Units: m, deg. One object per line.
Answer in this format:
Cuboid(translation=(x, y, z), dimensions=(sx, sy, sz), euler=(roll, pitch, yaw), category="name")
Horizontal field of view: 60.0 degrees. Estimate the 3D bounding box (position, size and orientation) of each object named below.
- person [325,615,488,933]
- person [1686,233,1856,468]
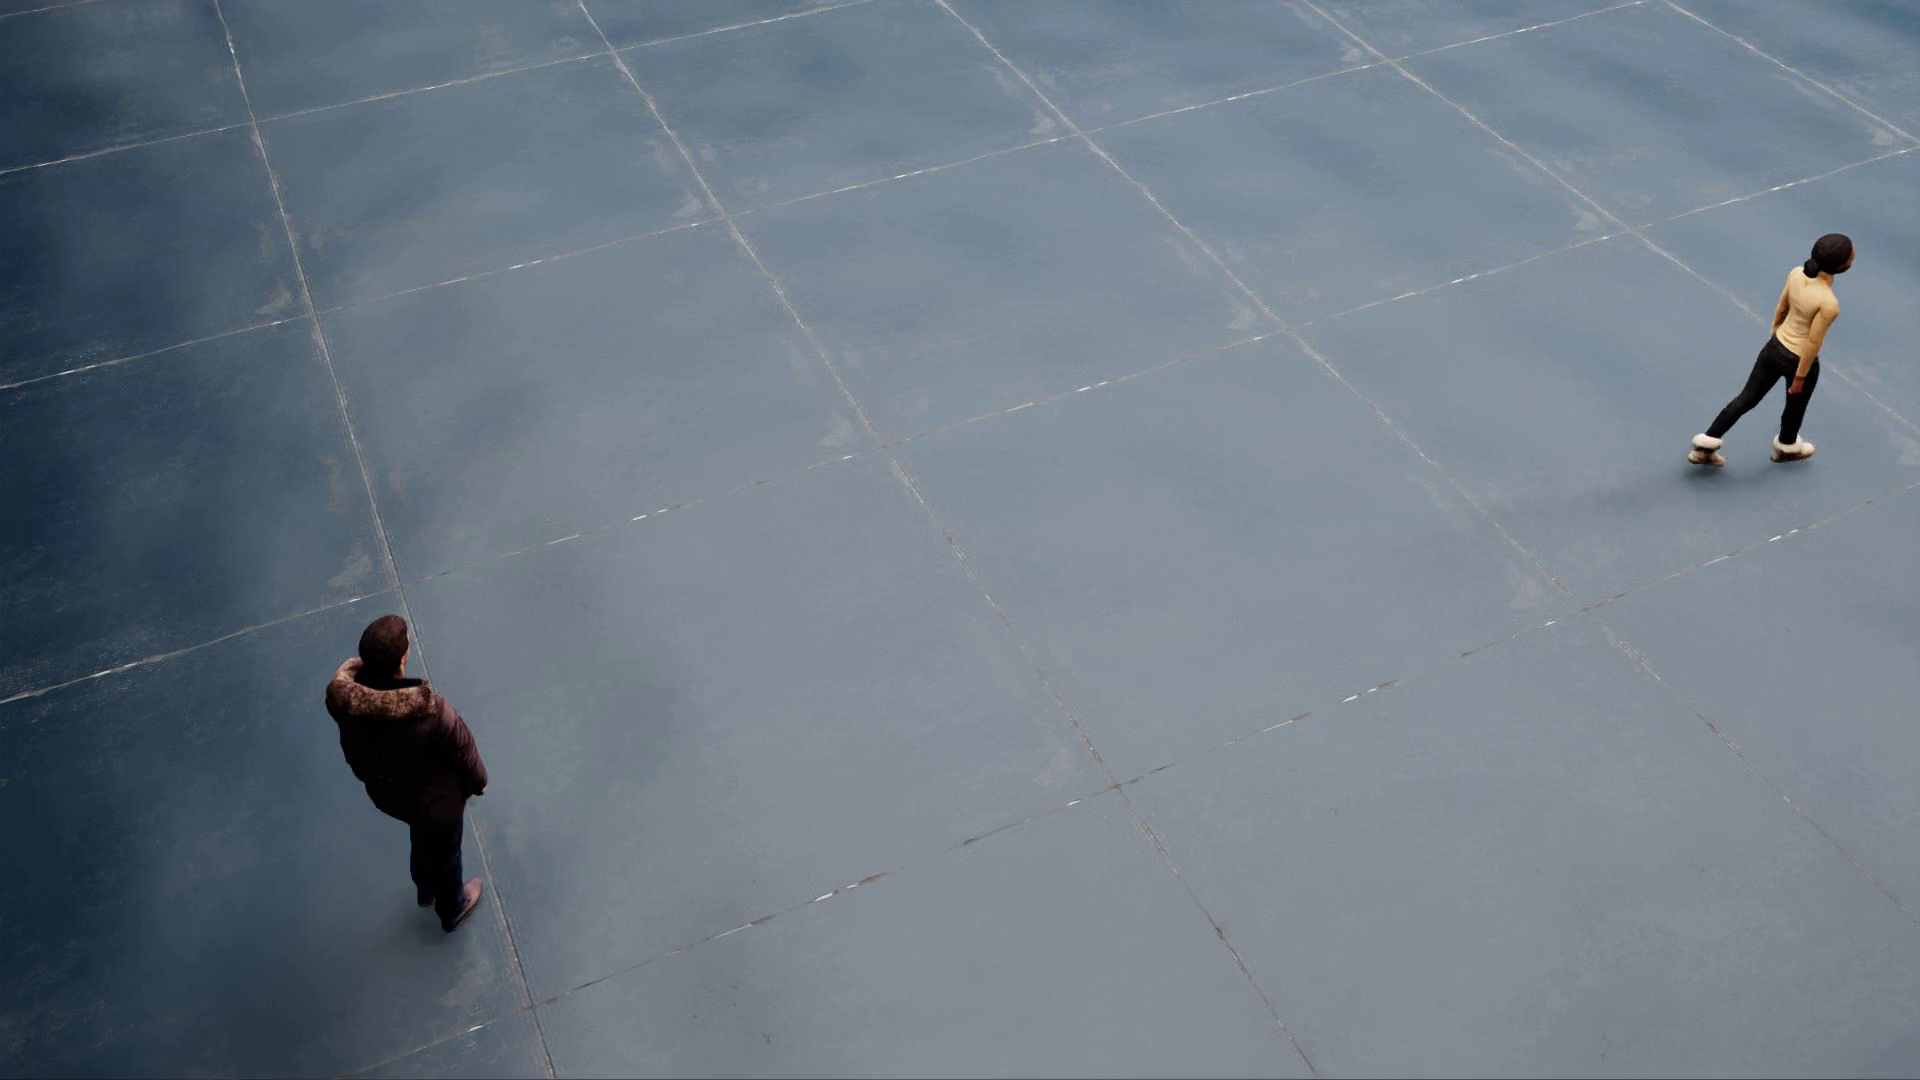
Cuboid(translation=(-2.394, 1.103, 7.179), dimensions=(0.905, 1.832, 0.960), euler=(12, 44, 13), category="person")
Cuboid(translation=(4.759, -1.052, 9.704), dimensions=(0.783, 1.628, 1.063), euler=(-10, 43, -11), category="person")
